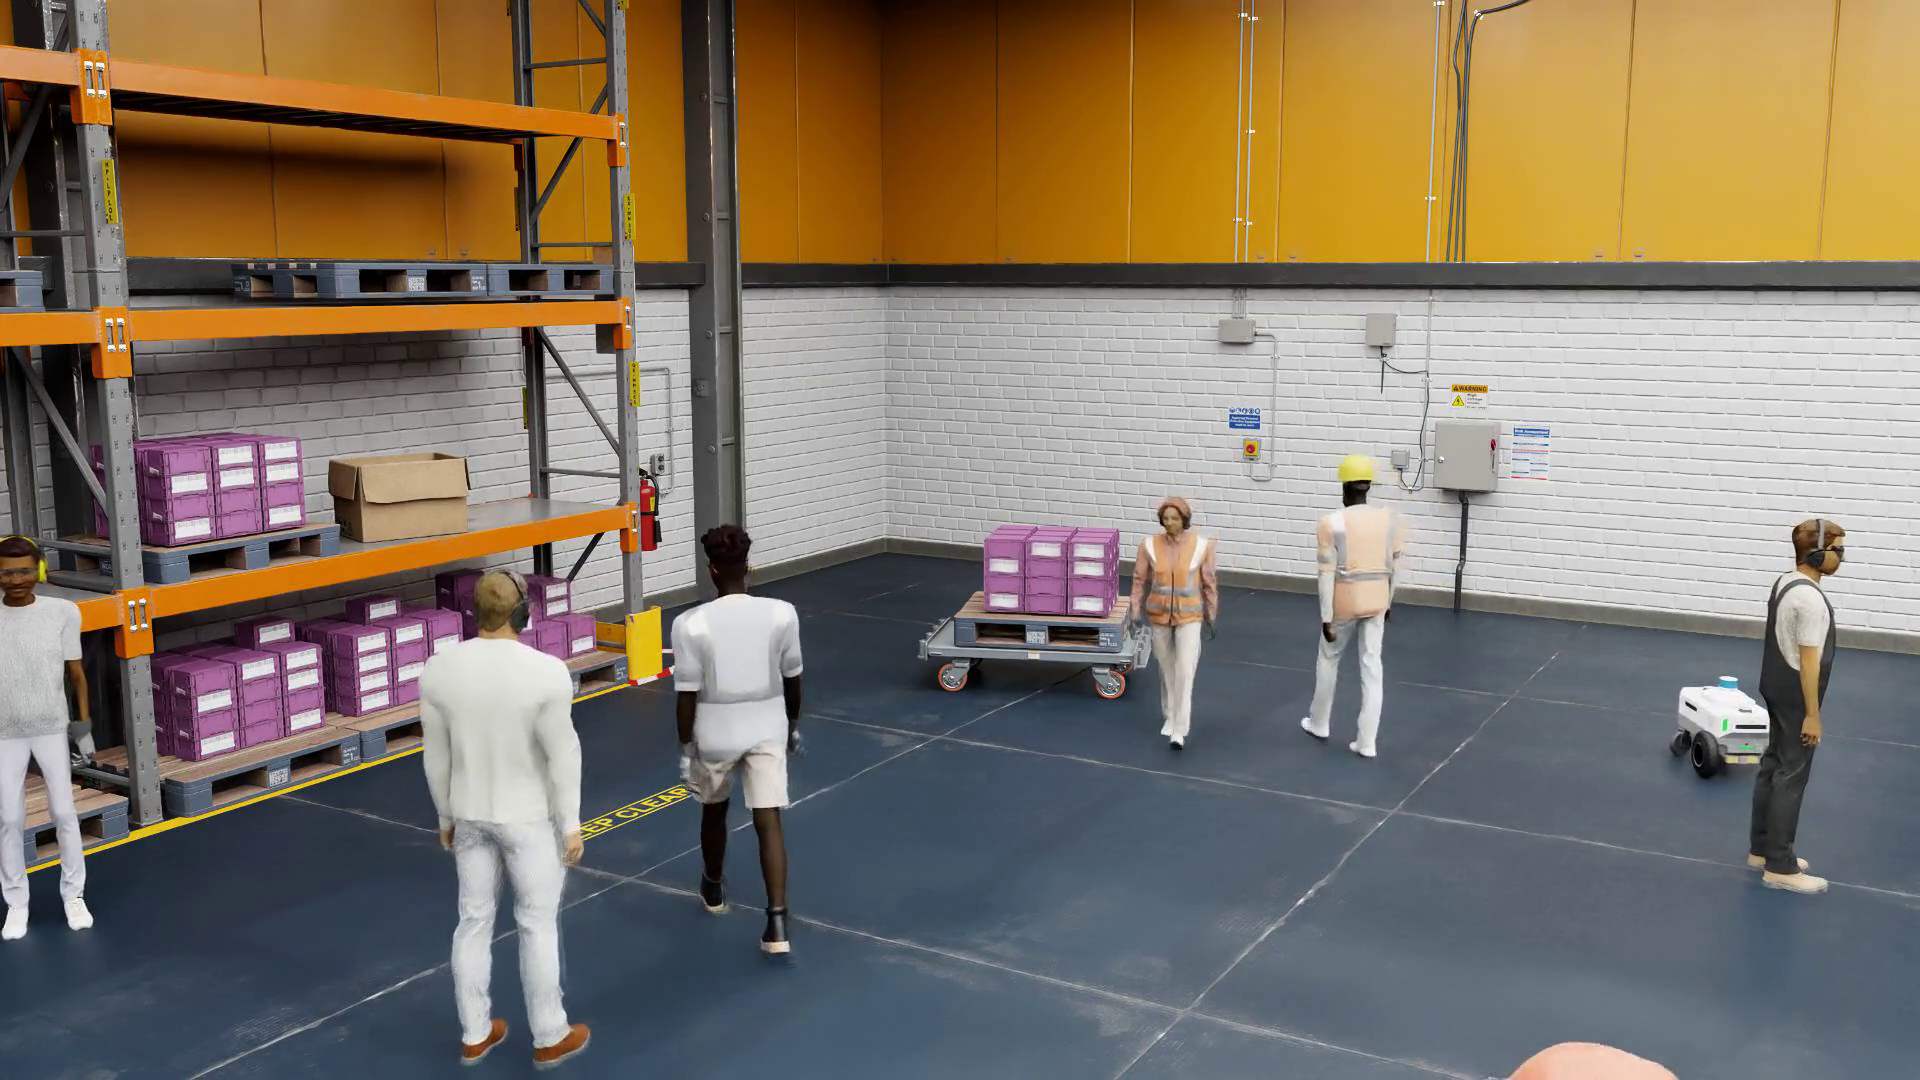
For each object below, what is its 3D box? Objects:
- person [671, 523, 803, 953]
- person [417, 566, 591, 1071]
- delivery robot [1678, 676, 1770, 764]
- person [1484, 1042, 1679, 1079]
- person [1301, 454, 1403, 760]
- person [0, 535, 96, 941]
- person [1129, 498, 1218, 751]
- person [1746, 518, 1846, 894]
[{"bbox_3d":[-0.993,0.877,7.567,0.615,1.916,1.017,-3,10,-17],"label":"person"},{"bbox_3d":[-1.729,1.058,6.339,0.634,1.937,0.357,2,9,13],"label":"person"},{"bbox_3d":[4.699,1.082,10.202,0.477,0.478,0.707,0,9,2],"label":"delivery robot"},{"bbox_3d":[0.795,1.647,2.504,0.548,2.003,0.646,-9,13,-44],"label":"person"},{"bbox_3d":[2.485,0.397,10.607,0.598,1.894,0.863,-1,9,-8],"label":"person"},{"bbox_3d":[-4.255,0.893,7.616,0.515,1.862,0.329,-5,10,-27],"label":"person"},{"bbox_3d":[1.348,0.536,10.639,0.552,1.596,0.829,3,10,18],"label":"person"},{"bbox_3d":[4.135,0.804,8.215,0.328,1.842,0.516,2,9,11],"label":"person"}]
